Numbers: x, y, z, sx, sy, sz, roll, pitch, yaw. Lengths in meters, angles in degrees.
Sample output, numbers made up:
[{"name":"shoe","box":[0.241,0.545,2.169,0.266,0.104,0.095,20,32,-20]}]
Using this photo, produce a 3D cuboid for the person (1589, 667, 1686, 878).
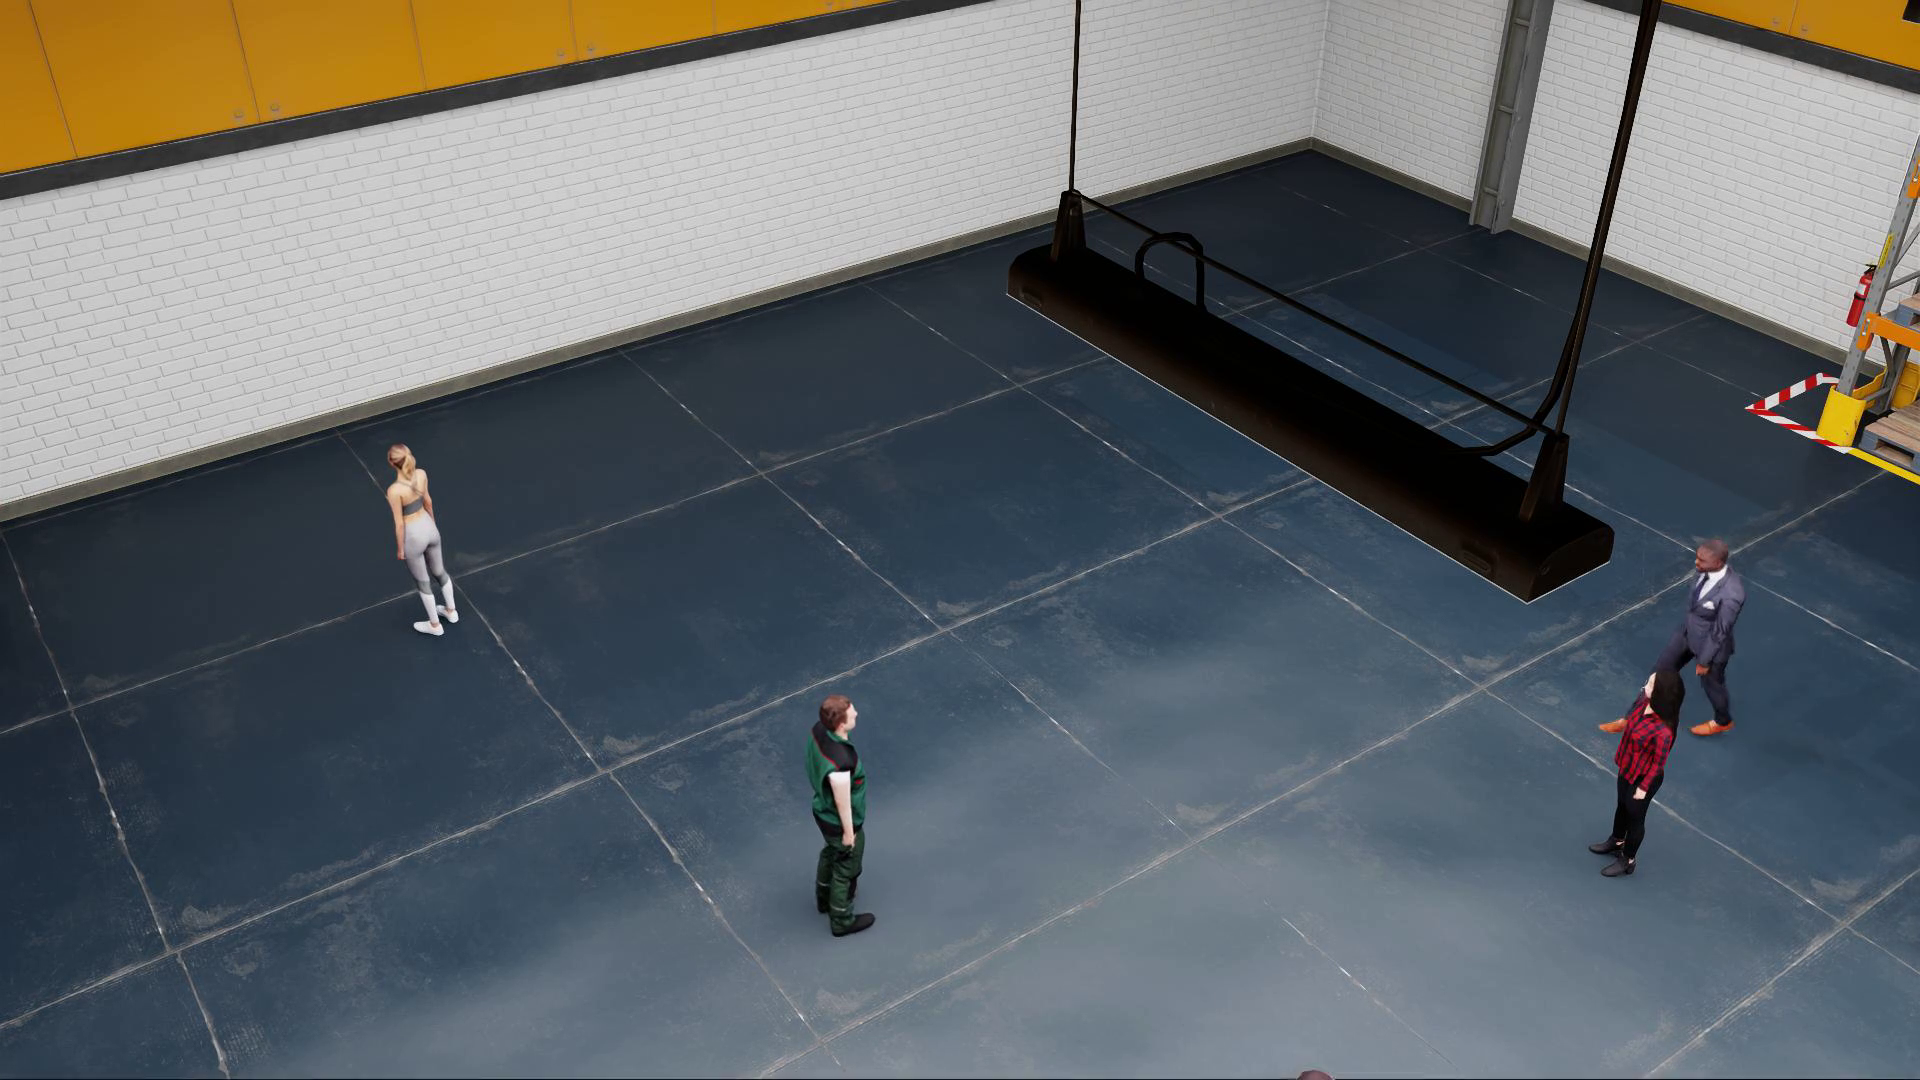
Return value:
[{"name":"person","box":[4.447,1.502,10.835,0.722,1.658,0.627,0,34,0]}]

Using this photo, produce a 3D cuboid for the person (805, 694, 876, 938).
[{"name":"person","box":[-0.760,1.695,10.381,0.731,1.840,0.554,-14,36,-20]}]

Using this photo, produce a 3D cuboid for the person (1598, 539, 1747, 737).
[{"name":"person","box":[5.377,0.749,11.873,1.172,1.763,1.307,-4,34,-5]}]

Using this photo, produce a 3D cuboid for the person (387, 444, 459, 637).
[{"name":"person","box":[-4.250,-0.013,13.075,0.650,1.703,0.636,17,37,24]}]
